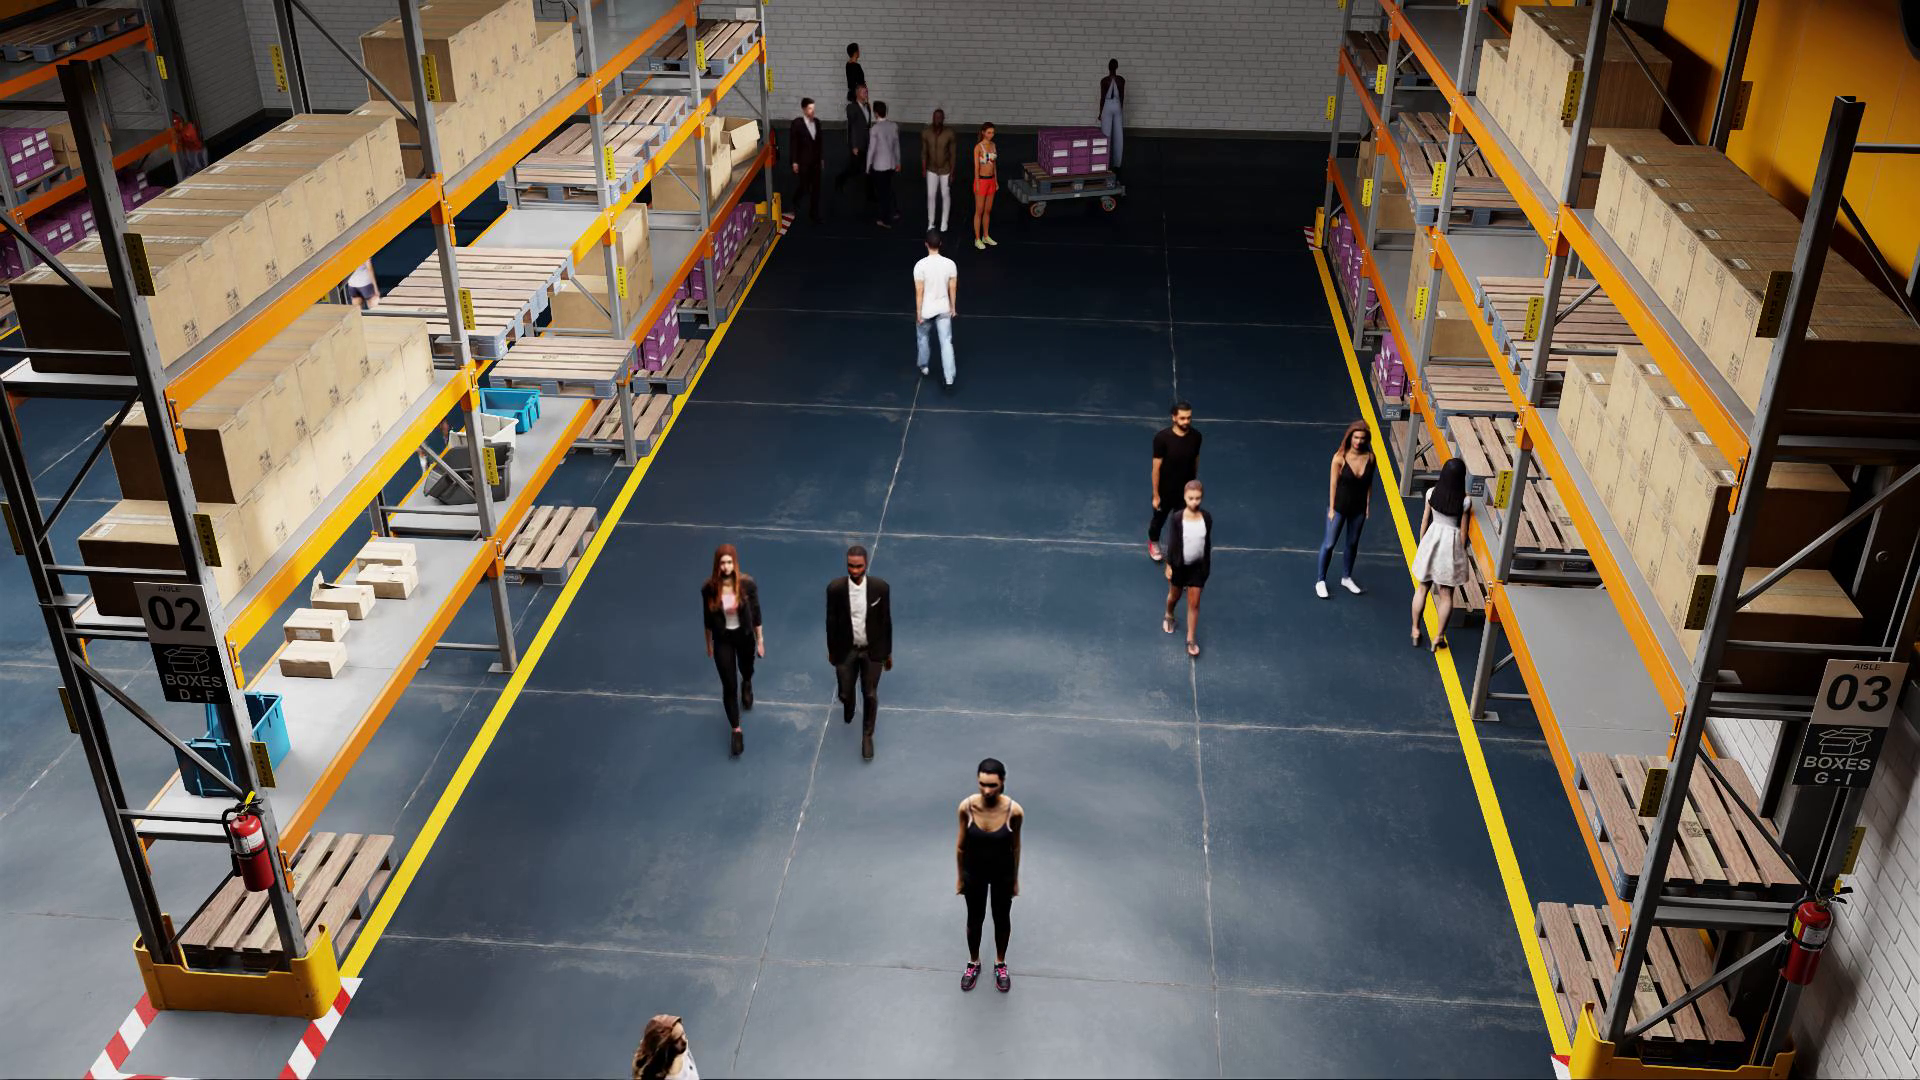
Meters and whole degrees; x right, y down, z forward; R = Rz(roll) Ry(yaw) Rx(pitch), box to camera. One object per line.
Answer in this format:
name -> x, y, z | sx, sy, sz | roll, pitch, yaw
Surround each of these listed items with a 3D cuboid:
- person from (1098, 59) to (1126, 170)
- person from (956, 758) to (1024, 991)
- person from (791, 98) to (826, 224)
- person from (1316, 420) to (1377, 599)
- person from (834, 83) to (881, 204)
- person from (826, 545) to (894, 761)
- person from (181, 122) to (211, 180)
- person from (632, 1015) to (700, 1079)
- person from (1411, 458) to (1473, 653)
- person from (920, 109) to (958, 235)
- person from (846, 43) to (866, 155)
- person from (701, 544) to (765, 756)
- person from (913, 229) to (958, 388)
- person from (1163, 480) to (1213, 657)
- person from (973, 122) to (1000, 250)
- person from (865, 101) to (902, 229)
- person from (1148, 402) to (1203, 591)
person -> 2.473, -6.932, 27.075 | 0.643, 1.783, 0.605 | -8, 30, -14
person -> 0.187, 2.109, 10.555 | 0.558, 1.730, 0.526 | 2, 29, 4
person -> -2.287, -5.629, 24.611 | 0.956, 1.856, 1.018 | -22, 35, -34
person -> 3.491, -0.302, 14.984 | 0.661, 1.721, 0.627 | -6, 29, -11
person -> -1.583, -6.064, 25.458 | 1.082, 1.809, 1.128 | 18, 33, 29
person -> -0.774, 0.816, 12.867 | 0.739, 1.788, 0.899 | -2, 29, -5
person -> -10.804, -4.983, 23.558 | 0.606, 1.729, 1.135 | 4, 29, 7
person -> -1.597, 3.160, 8.691 | 0.890, 1.671, 1.201 | 8, 30, 15
person -> 4.104, 0.121, 14.160 | 0.774, 1.769, 0.794 | 18, 33, 29
person -> -0.270, -5.404, 24.246 | 0.785, 1.808, 0.863 | 5, 29, 9
person -> -1.758, -7.349, 27.759 | 0.765, 1.860, 0.618 | -10, 30, -18
person -> -1.769, 0.749, 13.103 | 0.792, 1.678, 1.204 | -4, 29, -8
person -> -0.263, -2.616, 19.116 | 0.980, 1.827, 1.282 | -8, 30, -14
person -> 1.950, 0.166, 14.285 | 0.583, 1.570, 0.849 | 0, 29, 0
person -> 0.350, -5.057, 23.633 | 0.669, 1.788, 0.738 | -24, 37, -37
person -> -1.046, -5.469, 24.343 | 0.854, 1.830, 0.769 | 24, 37, 36
person -> 1.927, -0.482, 15.318 | 0.863, 1.717, 1.237 | -6, 29, -10
